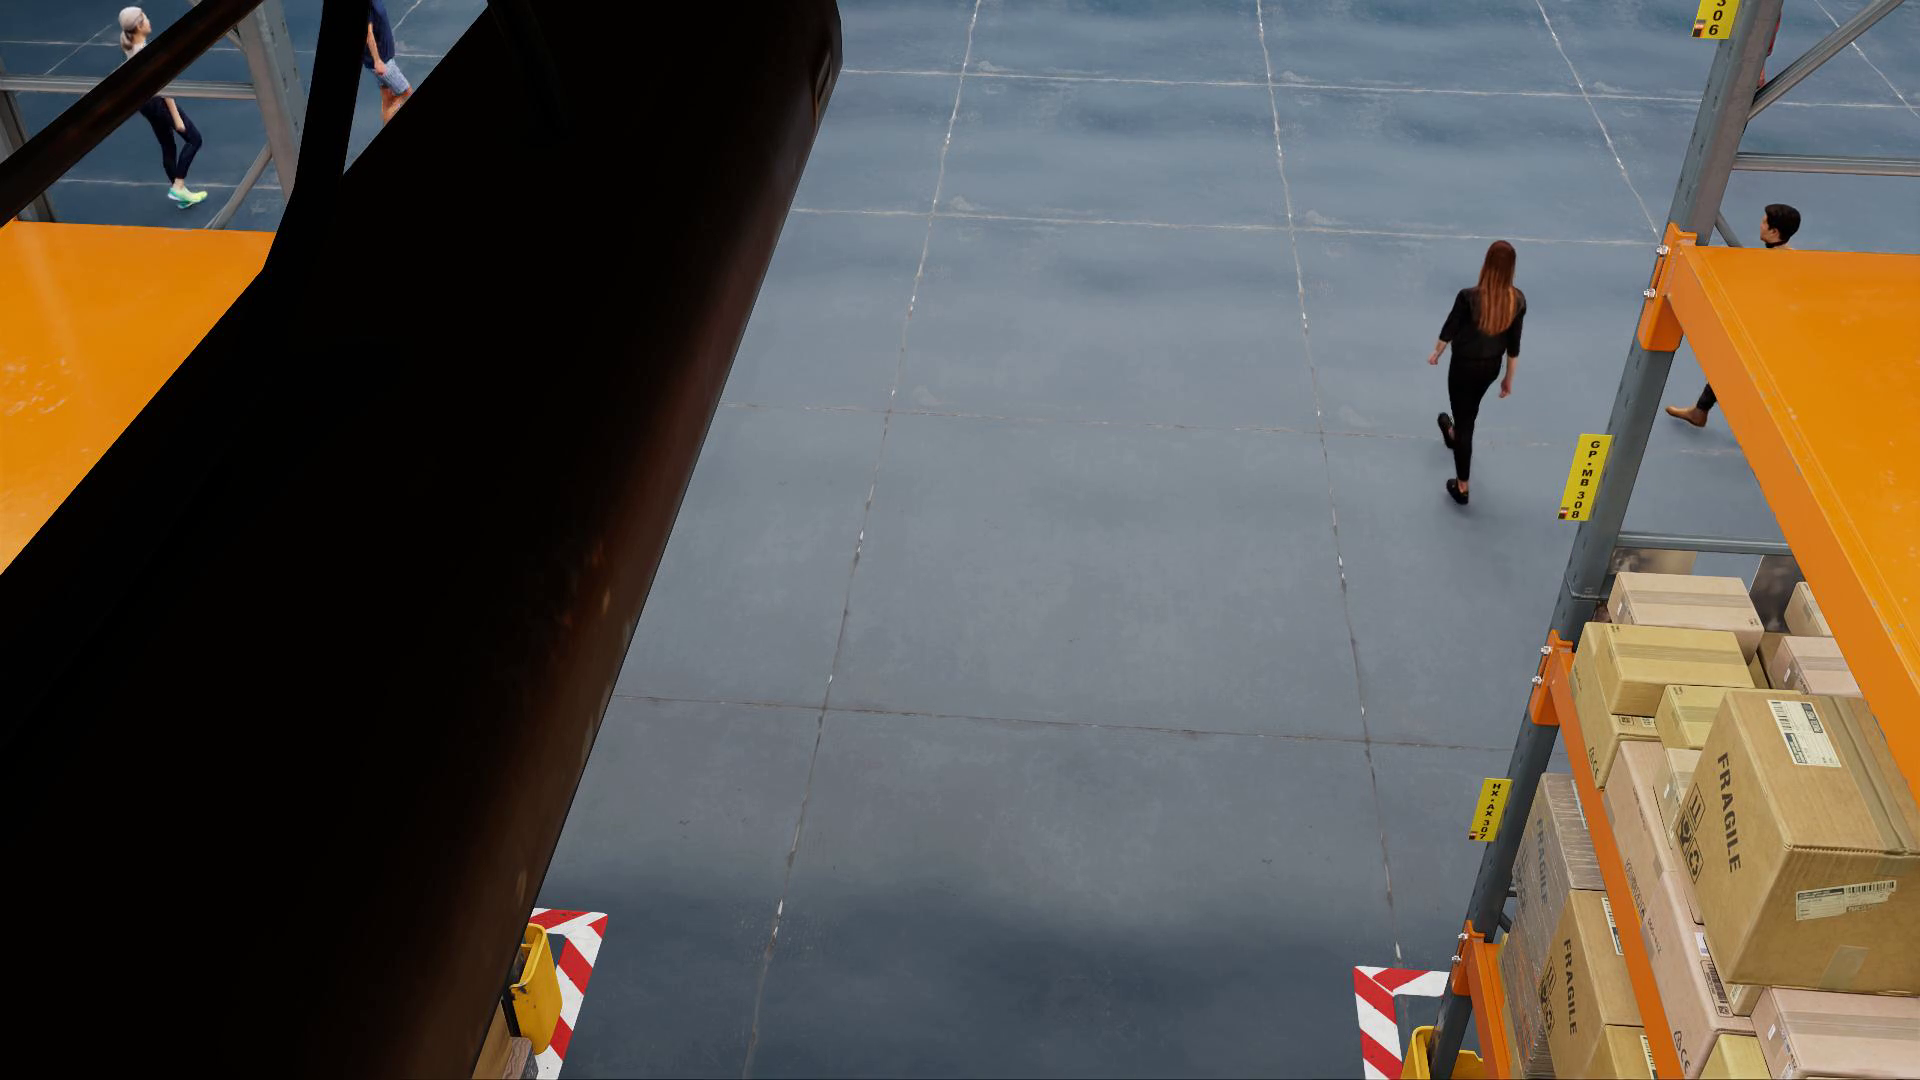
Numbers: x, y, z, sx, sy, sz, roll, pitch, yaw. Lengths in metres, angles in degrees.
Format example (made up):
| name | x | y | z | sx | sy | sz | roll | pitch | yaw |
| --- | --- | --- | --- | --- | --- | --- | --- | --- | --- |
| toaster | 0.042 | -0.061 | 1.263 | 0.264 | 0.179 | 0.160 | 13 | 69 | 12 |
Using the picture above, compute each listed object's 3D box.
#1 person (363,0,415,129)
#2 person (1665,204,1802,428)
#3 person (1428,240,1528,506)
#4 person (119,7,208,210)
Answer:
| name | x | y | z | sx | sy | sz | roll | pitch | yaw |
| --- | --- | --- | --- | --- | --- | --- | --- | --- | --- |
| person | -5.084 | -4.176 | 14.342 | 0.781 | 1.841 | 0.680 | -7 | 39 | -9 |
| person | 5.243 | -1.320 | 10.804 | 1.076 | 1.701 | 1.124 | 26 | 45 | 30 |
| person | 3.247 | -0.998 | 10.421 | 0.749 | 1.666 | 1.160 | -4 | 38 | -5 |
| person | -6.592 | -3.474 | 13.560 | 0.742 | 1.697 | 0.780 | 24 | 44 | 28 |
